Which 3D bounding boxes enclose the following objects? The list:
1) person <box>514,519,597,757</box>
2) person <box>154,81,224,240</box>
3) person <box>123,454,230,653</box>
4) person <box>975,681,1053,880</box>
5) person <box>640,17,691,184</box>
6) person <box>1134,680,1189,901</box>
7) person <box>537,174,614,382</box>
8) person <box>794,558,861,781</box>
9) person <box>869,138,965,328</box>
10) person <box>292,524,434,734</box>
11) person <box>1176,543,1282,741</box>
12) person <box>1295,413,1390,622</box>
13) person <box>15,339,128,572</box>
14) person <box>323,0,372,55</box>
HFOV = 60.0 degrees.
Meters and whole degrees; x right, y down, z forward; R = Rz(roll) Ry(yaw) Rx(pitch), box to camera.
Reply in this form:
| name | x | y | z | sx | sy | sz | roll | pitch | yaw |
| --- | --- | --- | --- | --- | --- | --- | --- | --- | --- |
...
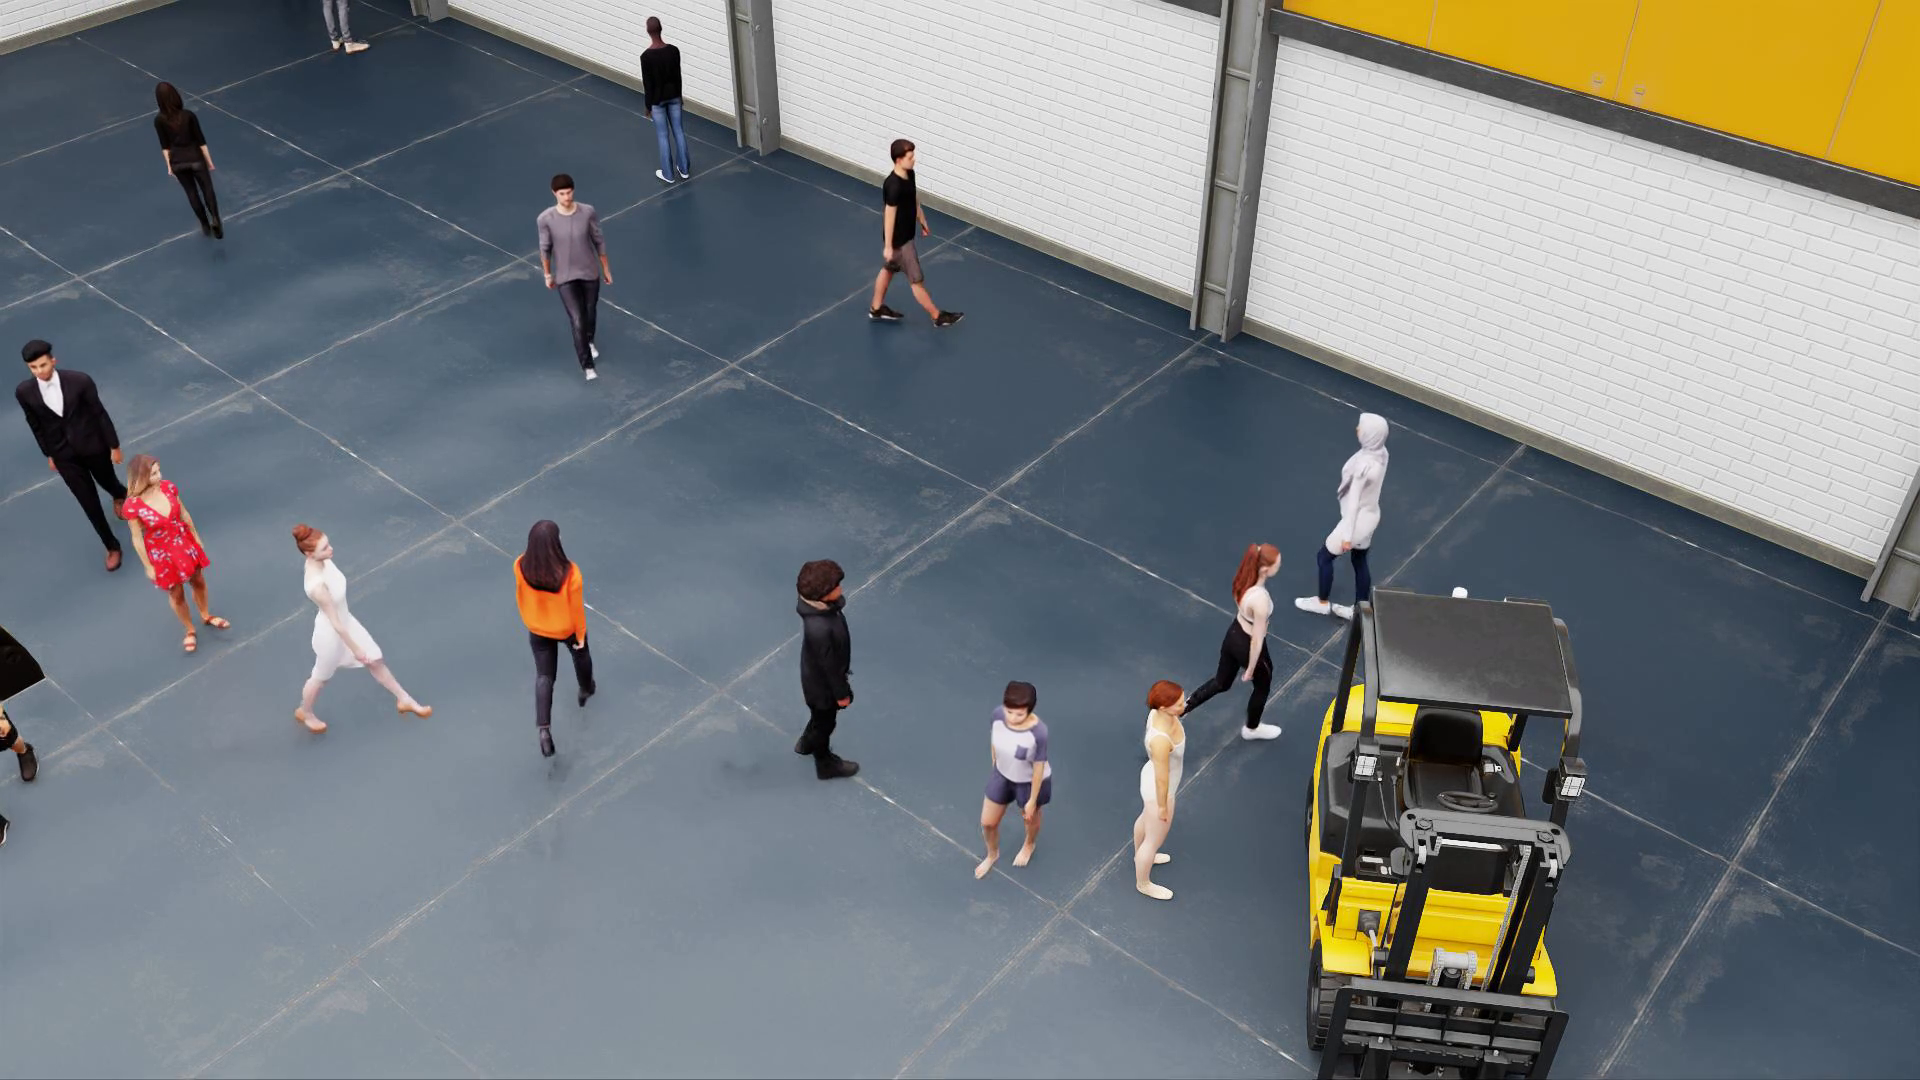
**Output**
| name | x | y | z | sx | sy | sz | roll | pitch | yaw |
| --- | --- | --- | --- | --- | --- | --- | --- | --- | --- |
| person | -2.651 | 0.642 | 10.793 | 1.138 | 1.715 | 1.084 | 3 | 39 | 3 |
| person | -7.527 | -3.657 | 16.244 | 0.767 | 1.629 | 0.919 | -17 | 42 | -20 |
| person | -5.514 | 0.076 | 11.605 | 0.600 | 1.587 | 0.617 | 29 | 47 | 31 |
| person | 0.398 | 1.373 | 10.011 | 0.653 | 1.549 | 0.681 | 20 | 43 | 23 |
| person | -3.066 | -4.581 | 17.308 | 0.653 | 1.745 | 0.627 | -22 | 44 | -25 |
| person | 1.175 | 1.448 | 9.840 | 0.648 | 1.644 | 0.621 | 3 | 39 | 3 |
| person | -3.353 | -2.358 | 14.465 | 0.960 | 1.820 | 1.168 | -18 | 42 | -21 |
| person | -0.933 | 0.852 | 10.489 | 0.832 | 1.767 | 0.773 | -3 | 39 | -3 |
| person | -0.618 | -2.740 | 14.945 | 1.268 | 1.819 | 1.045 | 8 | 39 | 10 |
| person | -4.141 | 0.651 | 10.766 | 1.115 | 1.735 | 1.090 | -4 | 39 | -5 |
| person | 1.743 | 0.713 | 10.702 | 1.063 | 1.718 | 1.090 | -8 | 39 | -9 |
| person | 2.862 | -0.086 | 11.668 | 0.740 | 1.761 | 0.650 | 24 | 45 | 27 |
| person | -6.545 | -0.732 | 12.401 | 1.079 | 1.854 | 1.261 | -14 | 41 | -17 |
| person | -7.625 | -6.836 | 20.022 | 0.576 | 1.882 | 0.832 | 11 | 40 | 13 |
